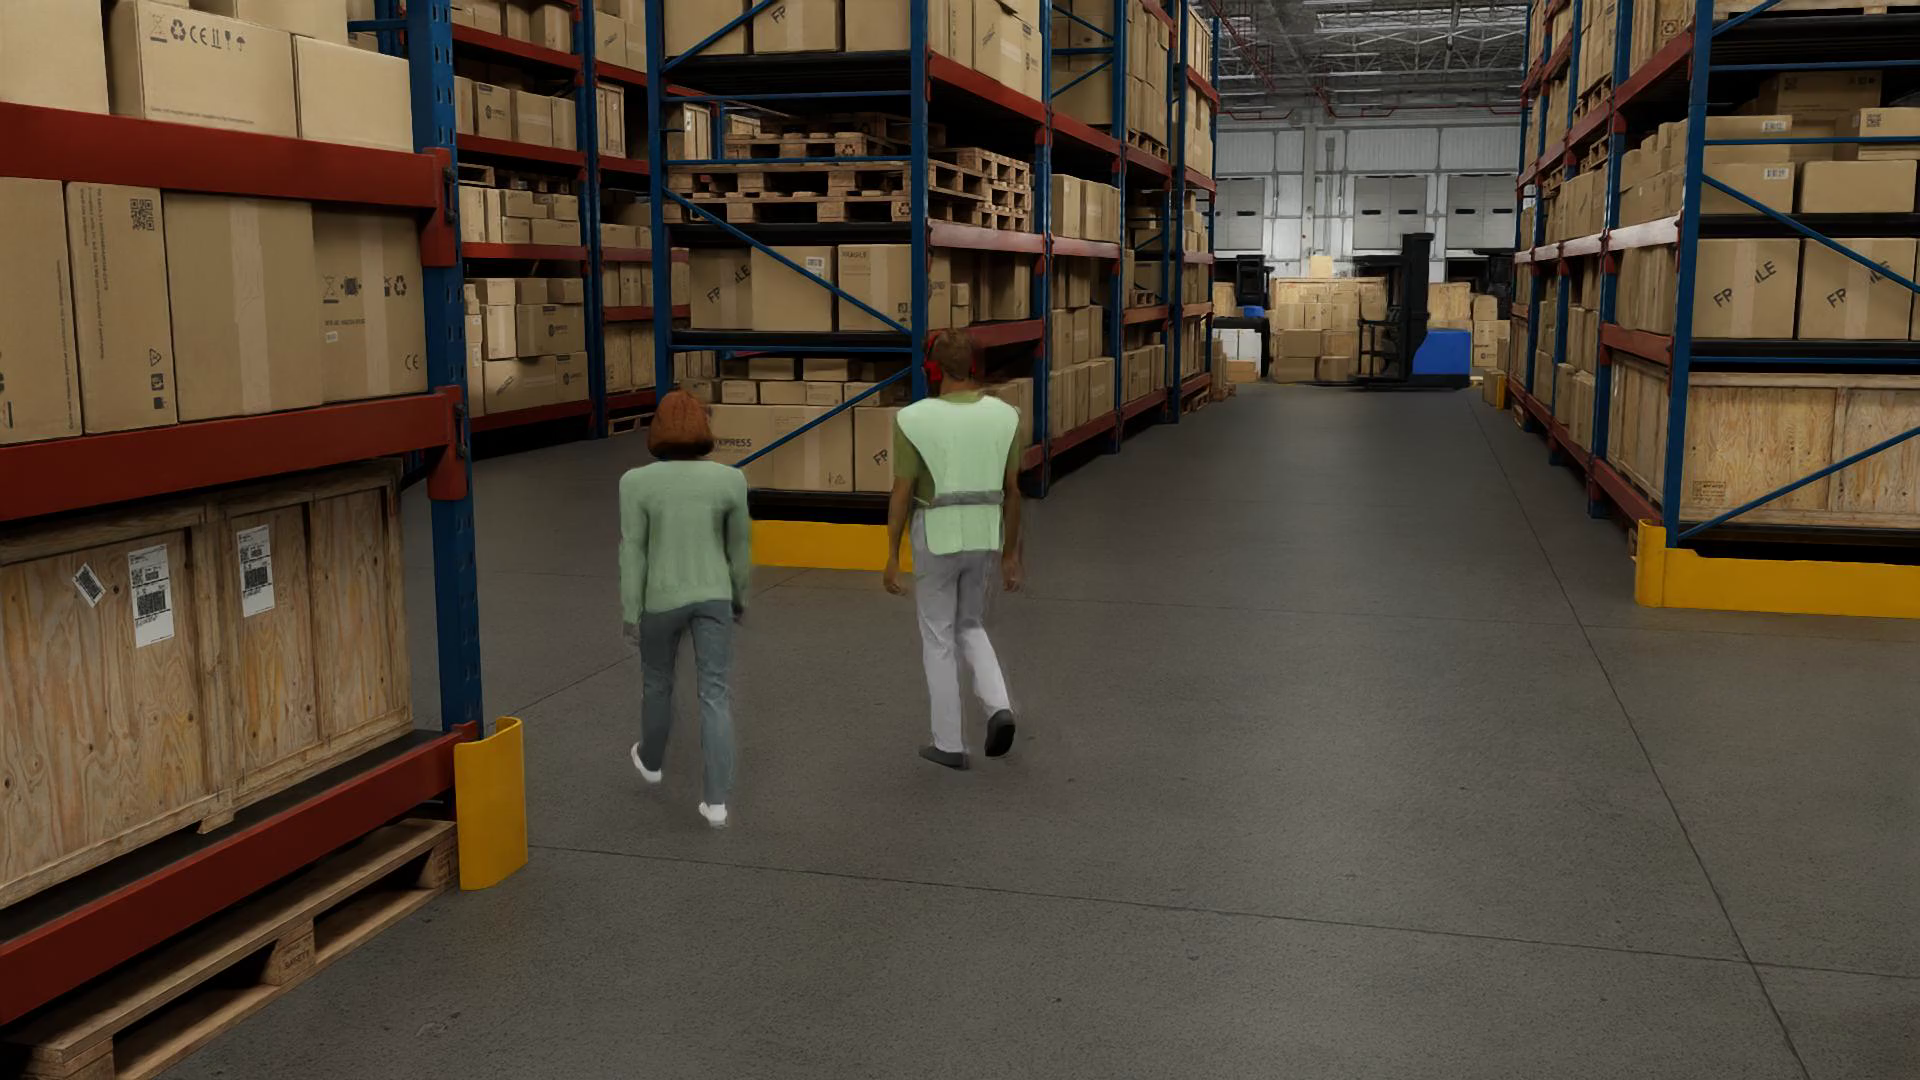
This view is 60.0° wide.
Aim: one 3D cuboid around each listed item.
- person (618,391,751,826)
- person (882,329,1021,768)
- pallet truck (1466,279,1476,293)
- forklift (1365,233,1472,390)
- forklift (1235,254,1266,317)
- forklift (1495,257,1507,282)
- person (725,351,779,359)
[{"bbox_3d":[-1.056,0.234,6.340,0.514,1.596,0.807,-3,10,-20],"label":"person"},{"bbox_3d":[-0.015,0.049,6.814,0.560,1.820,0.458,-5,10,-31],"label":"person"},{"bbox_3d":[18.896,-8.459,60.307,1.885,1.965,0.823,5,10,31],"label":"pallet truck"},{"bbox_3d":[8.195,-4.123,29.967,1.873,2.768,1.129,0,9,1],"label":"forklift"},{"bbox_3d":[9.764,-8.224,56.022,1.129,2.768,1.873,5,10,27],"label":"forklift"},{"bbox_3d":[14.713,-6.386,44.345,1.873,2.768,1.129,-6,11,-34],"label":"forklift"},{"bbox_3d":[-2.140,-1.621,17.427,0.635,1.828,0.702,1,9,7],"label":"person"}]
